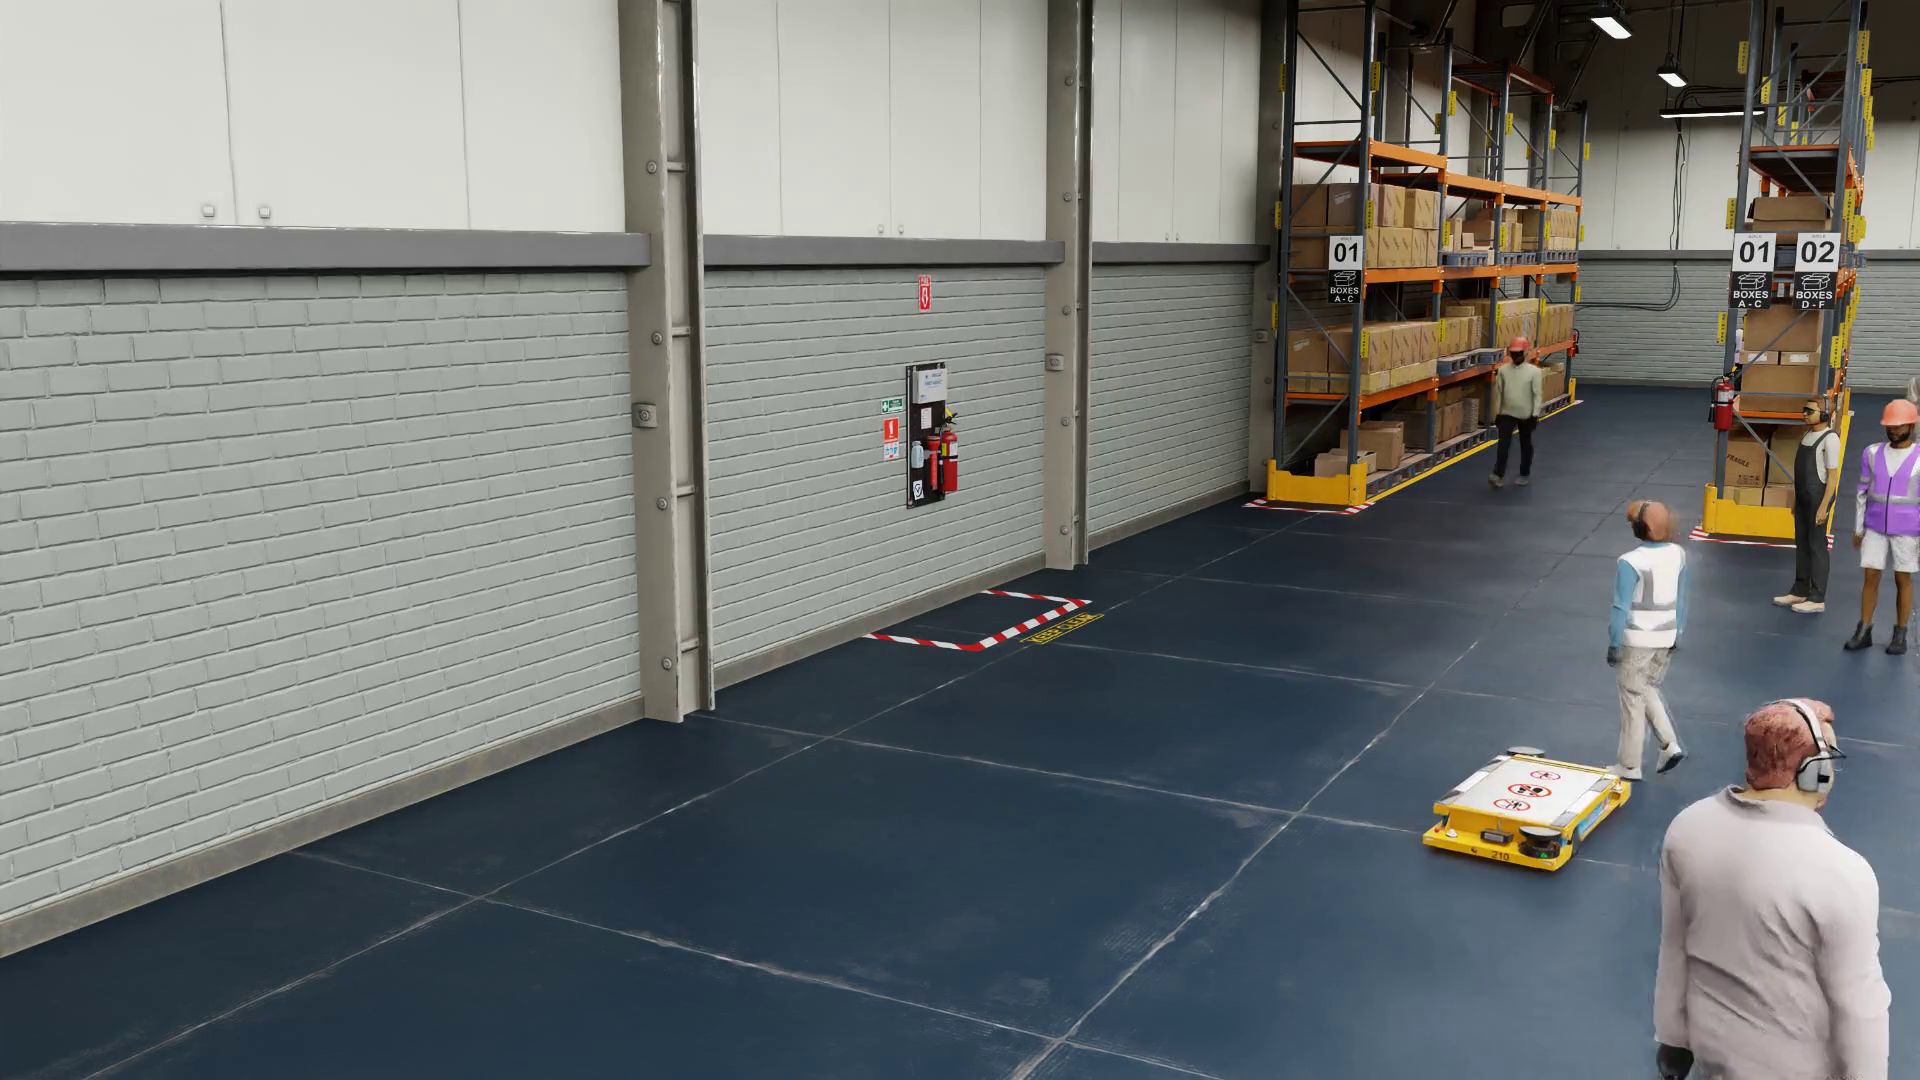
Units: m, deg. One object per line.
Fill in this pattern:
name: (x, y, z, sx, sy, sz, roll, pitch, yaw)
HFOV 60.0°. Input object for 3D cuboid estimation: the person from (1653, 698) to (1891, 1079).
person: (2.043, 1.334, 4.307, 0.885, 1.880, 0.634, -2, 10, -12)

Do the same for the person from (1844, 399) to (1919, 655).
person: (7.005, -0.097, 12.513, 0.373, 1.934, 0.551, -9, 13, -41)

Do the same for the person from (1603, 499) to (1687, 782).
person: (3.875, 0.576, 9.445, 0.534, 1.627, 0.366, -5, 11, -29)

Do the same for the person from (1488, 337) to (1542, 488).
person: (7.193, -1.642, 21.537, 0.642, 1.937, 1.008, 8, 12, 38)

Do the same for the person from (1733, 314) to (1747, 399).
person: (14.878, -3.329, 31.506, 0.587, 1.914, 0.392, 5, 11, 25)

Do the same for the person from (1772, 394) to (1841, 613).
person: (7.182, -0.311, 14.029, 0.345, 1.847, 0.506, 0, 10, -1)

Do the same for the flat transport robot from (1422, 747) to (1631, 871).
flat transport robot: (3.000, 1.382, 8.724, 0.652, 0.197, 1.431, 7, 12, 35)

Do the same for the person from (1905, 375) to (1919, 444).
person: (11.061, -1.217, 18.874, 0.650, 2.011, 0.791, 5, 11, 26)
